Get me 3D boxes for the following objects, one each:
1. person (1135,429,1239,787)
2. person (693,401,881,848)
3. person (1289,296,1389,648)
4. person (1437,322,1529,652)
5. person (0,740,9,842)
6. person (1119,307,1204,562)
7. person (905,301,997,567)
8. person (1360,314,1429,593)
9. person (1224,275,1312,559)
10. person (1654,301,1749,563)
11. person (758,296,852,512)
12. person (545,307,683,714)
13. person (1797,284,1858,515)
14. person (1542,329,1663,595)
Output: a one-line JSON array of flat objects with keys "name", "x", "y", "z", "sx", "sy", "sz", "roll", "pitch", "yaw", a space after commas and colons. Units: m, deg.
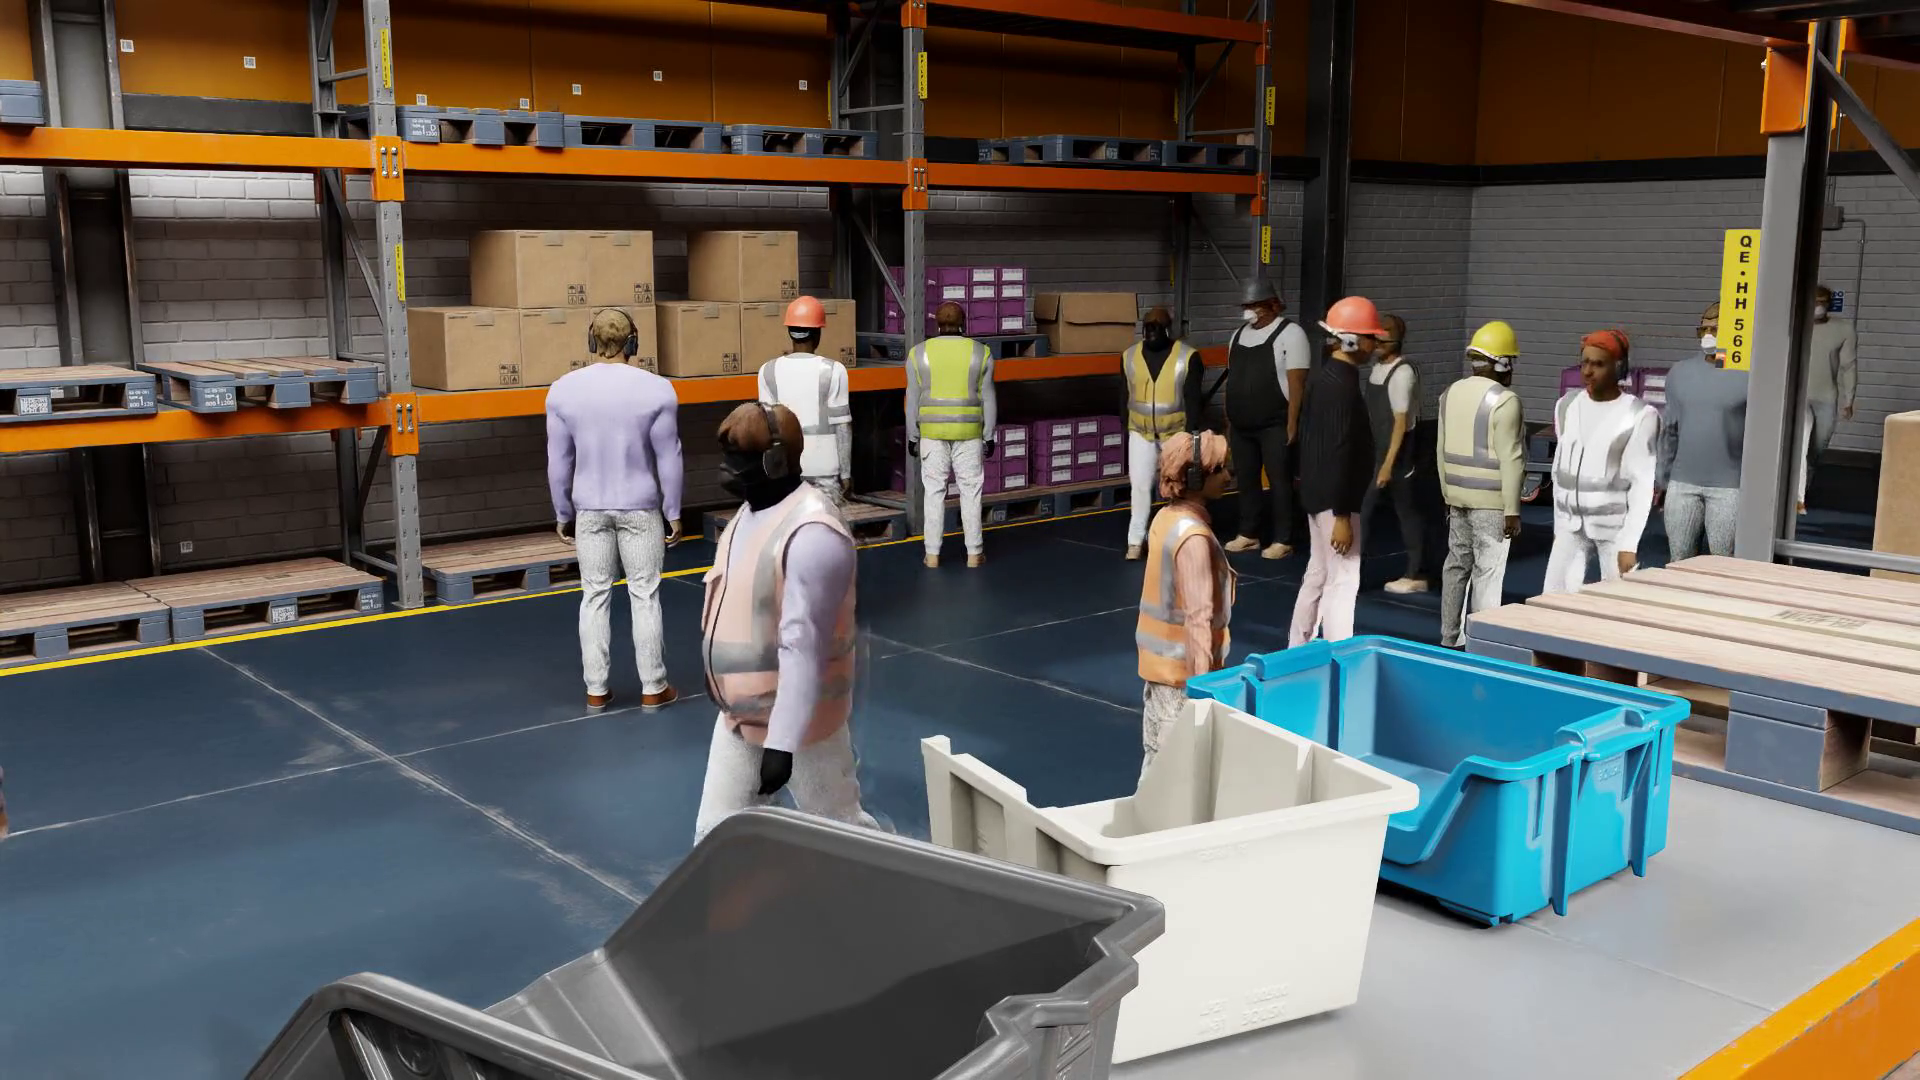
[{"name": "person", "x": 0.734, "y": 0.454, "z": 5.469, "sx": 0.315, "sy": 1.640, "sz": 0.515, "roll": -1, "pitch": 10, "yaw": -4}, {"name": "person", "x": -0.501, "y": 0.497, "z": 4.811, "sx": 0.952, "sy": 1.802, "sz": 0.632, "roll": -6, "pitch": 12, "yaw": -32}, {"name": "person", "x": 1.855, "y": -0.193, "z": 8.125, "sx": 0.416, "sy": 1.991, "sz": 0.625, "roll": 1, "pitch": 10, "yaw": 4}, {"name": "person", "x": 2.753, "y": -0.223, "z": 8.726, "sx": 0.404, "sy": 1.828, "sz": 0.603, "roll": -4, "pitch": 11, "yaw": -20}, {"name": "person", "x": -2.641, "y": 0.632, "z": 4.121, "sx": 0.533, "sy": 1.768, "sz": 0.310, "roll": -1, "pitch": 10, "yaw": -5}, {"name": "person", "x": 1.447, "y": -0.775, "z": 11.956, "sx": 0.631, "sy": 1.794, "sz": 0.968, "roll": 3, "pitch": 11, "yaw": 18}, {"name": "person", "x": -0.059, "y": -0.724, "z": 11.508, "sx": 0.634, "sy": 1.839, "sz": 0.429, "roll": 0, "pitch": 10, "yaw": 2}, {"name": "person", "x": 2.655, "y": -0.519, "z": 10.471, "sx": 0.849, "sy": 1.794, "sz": 0.542, "roll": -3, "pitch": 11, "yaw": -16}, {"name": "person", "x": 2.141, "y": -0.898, "z": 11.921, "sx": 0.535, "sy": 2.000, "sz": 0.692, "roll": -8, "pitch": 13, "yaw": -39}, {"name": "person", "x": 3.941, "y": -0.278, "z": 8.734, "sx": 0.373, "sy": 1.940, "sz": 0.628, "roll": -8, "pitch": 13, "yaw": -39}, {"name": "person", "x": -0.875, "y": -0.422, "z": 9.543, "sx": 0.545, "sy": 1.938, "sz": 0.357, "roll": 2, "pitch": 10, "yaw": 10}, {"name": "person", "x": -1.628, "y": -0.131, "z": 7.911, "sx": 0.633, "sy": 1.938, "sz": 0.356, "roll": 0, "pitch": 10, "yaw": 1}, {"name": "person", "x": 7.162, "y": -1.198, "z": 13.992, "sx": 0.642, "sy": 1.911, "sz": 0.917, "roll": 4, "pitch": 11, "yaw": 20}, {"name": "person", "x": 2.893, "y": -0.041, "z": 7.676, "sx": 0.887, "sy": 1.836, "sz": 0.589, "roll": -6, "pitch": 12, "yaw": -32}]
